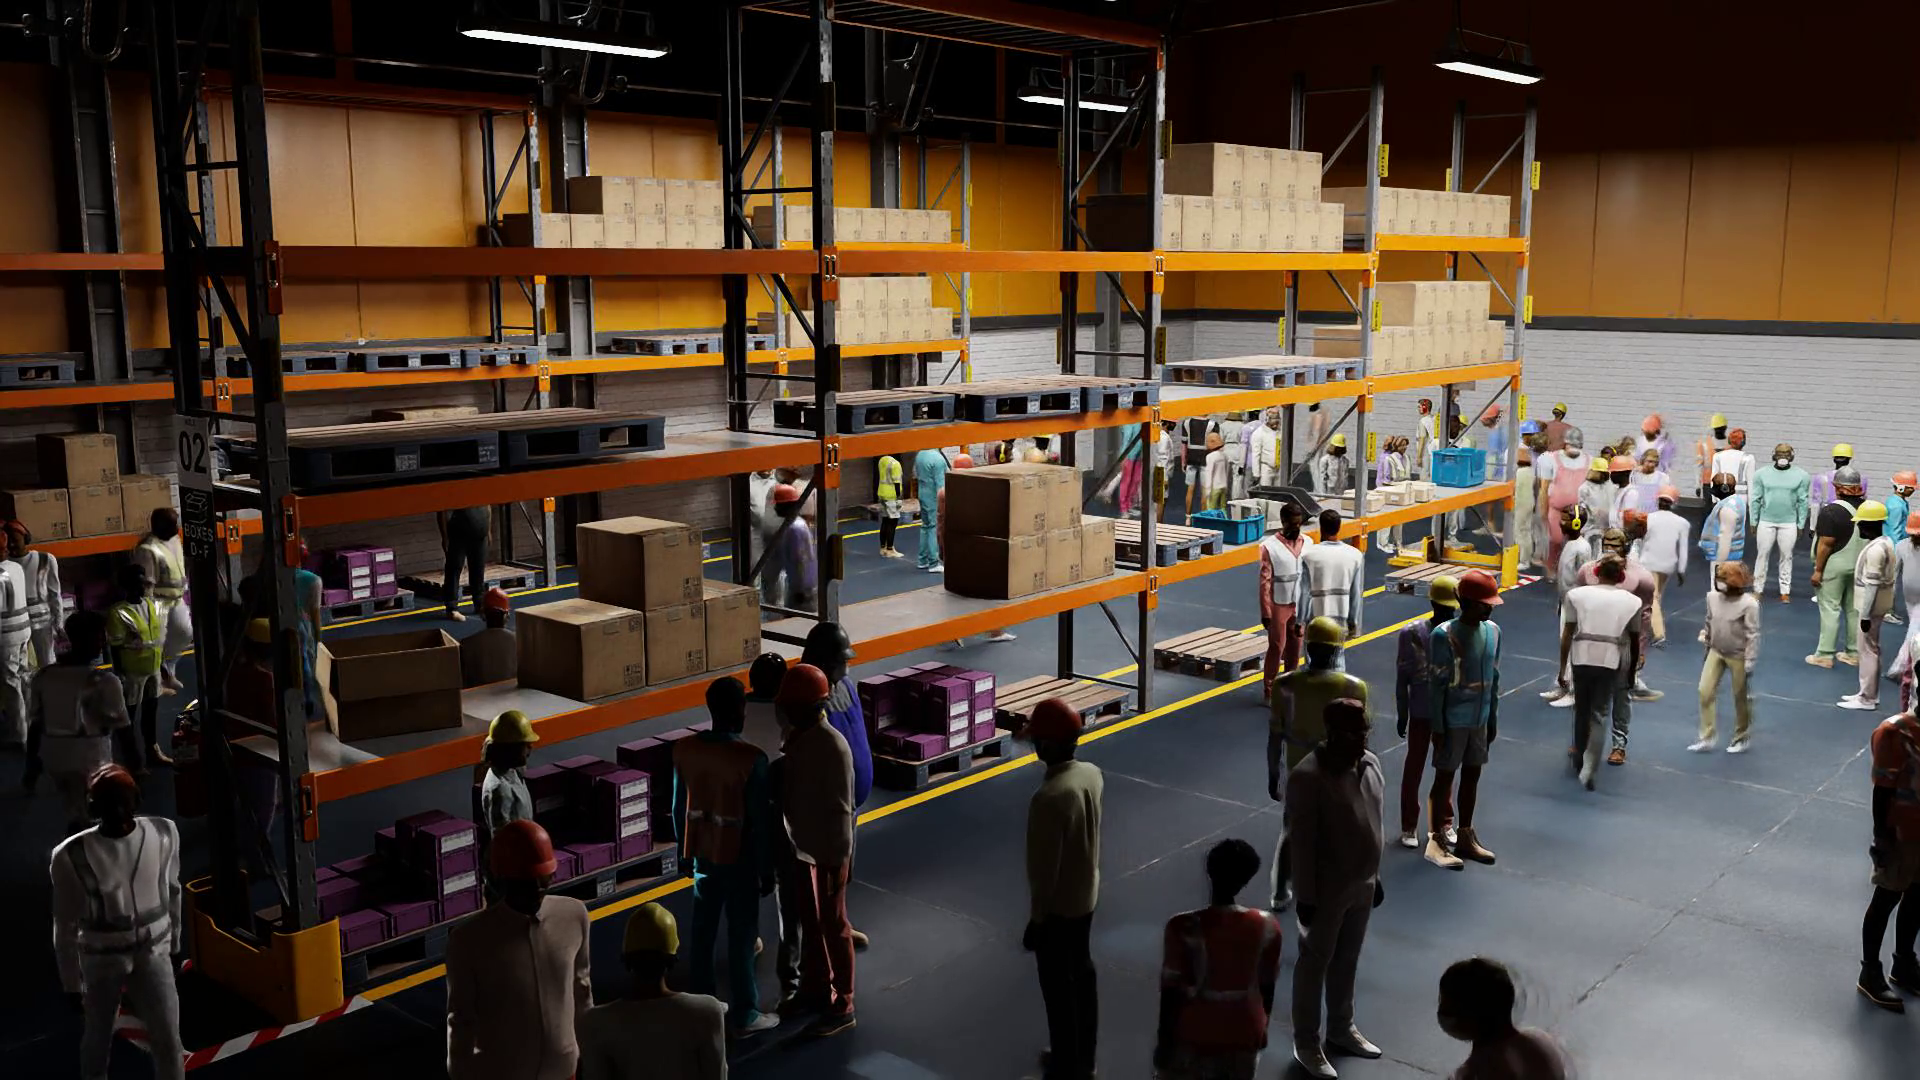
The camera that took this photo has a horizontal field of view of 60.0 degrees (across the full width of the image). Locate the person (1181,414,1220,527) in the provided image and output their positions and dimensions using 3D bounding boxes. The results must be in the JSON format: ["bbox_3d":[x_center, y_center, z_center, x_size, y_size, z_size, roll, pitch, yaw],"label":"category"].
[{"bbox_3d":[3.683,-1.192,25.445,0.611,2.032,0.411,5,11,28],"label":"person"}]

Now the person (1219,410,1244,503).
[{"bbox_3d":[4.500,-1.377,27.438,0.491,1.729,0.324,2,10,13],"label":"person"}]

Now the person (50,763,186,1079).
[{"bbox_3d":[-3.846,1.894,7.619,1.010,1.838,0.575,9,13,43],"label":"person"}]

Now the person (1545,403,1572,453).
[{"bbox_3d":[9.826,-1.387,27.425,0.534,1.755,0.341,8,13,40],"label":"person"}]

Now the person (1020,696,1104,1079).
[{"bbox_3d":[0.481,1.732,8.081,0.396,1.992,0.623,5,11,29],"label":"person"}]

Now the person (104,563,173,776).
[{"bbox_3d":[-6.517,1.022,13.208,0.317,1.696,0.537,3,10,16],"label":"person"}]

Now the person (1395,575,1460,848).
[{"bbox_3d":[3.318,1.183,11.565,0.587,1.926,0.366,-1,10,-6],"label":"person"}]

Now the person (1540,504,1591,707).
[{"bbox_3d":[5.574,0.598,15.219,0.328,1.873,0.520,1,10,6],"label":"person"}]

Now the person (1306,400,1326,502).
[{"bbox_3d":[6.054,-1.604,28.357,0.364,1.890,0.741,1,10,9],"label":"person"}]

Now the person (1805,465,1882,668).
[{"bbox_3d":[8.838,0.258,16.746,0.688,2.000,0.536,-3,10,-15],"label":"person"}]

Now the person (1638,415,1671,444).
[{"bbox_3d":[11.061,-1.186,26.564,0.545,1.625,0.357,1,10,9],"label":"person"}]

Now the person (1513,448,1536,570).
[{"bbox_3d":[7.443,-0.410,21.999,0.530,1.615,0.334,-7,12,-35],"label":"person"}]

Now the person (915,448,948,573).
[{"bbox_3d":[-0.336,-0.523,21.851,0.397,1.898,0.646,-4,10,-24],"label":"person"}]

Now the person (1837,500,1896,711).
[{"bbox_3d":[8.250,0.594,15.107,0.396,1.918,0.589,6,11,34],"label":"person"}]

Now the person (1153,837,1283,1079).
[{"bbox_3d":[1.055,2.079,6.999,0.639,1.659,0.345,-3,10,-16],"label":"person"}]

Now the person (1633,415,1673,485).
[{"bbox_3d":[9.436,-0.747,22.939,1.098,1.967,0.648,-5,11,-27],"label":"person"}]

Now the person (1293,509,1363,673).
[{"bbox_3d":[3.237,0.681,14.623,0.603,1.906,0.399,-2,10,-14],"label":"person"}]

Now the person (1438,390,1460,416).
[{"bbox_3d":[8.482,-1.715,28.874,0.367,1.932,0.623,7,12,38],"label":"person"}]

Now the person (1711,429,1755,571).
[{"bbox_3d":[10.172,-0.524,21.887,0.355,1.883,0.574,-8,12,-39],"label":"person"}]

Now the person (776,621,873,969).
[{"bbox_3d":[-0.762,1.449,9.634,0.535,2.000,0.683,5,11,29],"label":"person"}]

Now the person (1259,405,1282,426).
[{"bbox_3d":[5.231,-1.562,28.195,0.514,1.843,0.327,-2,10,-12],"label":"person"}]

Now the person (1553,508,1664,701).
[{"bbox_3d":[5.966,0.609,15.289,1.003,1.837,0.631,1,10,7],"label":"person"}]

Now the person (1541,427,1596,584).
[{"bbox_3d":[7.652,-0.429,20.847,0.693,2.000,0.537,1,10,6],"label":"person"}]

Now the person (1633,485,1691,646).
[{"bbox_3d":[7.444,0.259,17.740,0.564,1.703,0.866,0,10,-1],"label":"person"}]

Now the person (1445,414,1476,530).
[{"bbox_3d":[7.571,-1.025,25.262,0.528,1.760,0.340,7,12,36],"label":"person"}]

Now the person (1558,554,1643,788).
[{"bbox_3d":[5.016,1.001,13.065,0.582,1.777,0.903,4,10,21],"label":"person"}]

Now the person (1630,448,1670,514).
[{"bbox_3d":[8.377,-0.229,20.332,0.512,1.820,0.521,4,10,24],"label":"person"}]

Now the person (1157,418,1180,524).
[{"bbox_3d":[3.015,-0.958,24.357,0.390,1.925,0.550,1,10,5],"label":"person"}]

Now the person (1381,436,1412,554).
[{"bbox_3d":[6.118,-0.639,23.287,0.513,1.642,0.313,-6,11,-31],"label":"person"}]

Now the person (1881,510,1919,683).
[{"bbox_3d":[9.220,0.551,16.029,0.870,1.684,0.571,-3,10,-20],"label":"person"}]

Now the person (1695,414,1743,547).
[{"bbox_3d":[10.778,-0.839,23.660,0.591,1.925,0.379,5,11,27],"label":"person"}]

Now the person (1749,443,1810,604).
[{"bbox_3d":[9.752,-0.203,19.840,0.629,1.931,0.376,4,10,25],"label":"person"}]

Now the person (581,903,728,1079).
[{"bbox_3d":[-1.102,2.183,6.069,0.523,1.769,0.322,-2,10,-12],"label":"person"}]

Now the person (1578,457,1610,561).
[{"bbox_3d":[7.631,-0.135,20.024,0.482,1.736,0.349,-4,10,-20],"label":"person"}]

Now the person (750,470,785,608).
[{"bbox_3d":[-2.262,-0.107,19.354,0.644,1.900,0.399,-1,10,-7],"label":"person"}]

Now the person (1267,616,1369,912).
[{"bbox_3d":[2.199,1.409,10.254,0.600,1.913,0.426,3,10,19],"label":"person"}]

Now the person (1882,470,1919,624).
[{"bbox_3d":[10.548,0.077,18.726,0.349,1.740,0.575,5,11,26],"label":"person"}]

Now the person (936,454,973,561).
[{"bbox_3d":[0.045,0.035,18.249,0.614,1.987,0.408,0,10,-1],"label":"person"}]

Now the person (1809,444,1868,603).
[{"bbox_3d":[10.404,-0.184,19.747,0.592,1.916,0.388,3,10,17],"label":"person"}]

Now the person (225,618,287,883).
[{"bbox_3d":[-4.698,1.373,11.129,0.644,1.726,0.537,6,11,34],"label":"person"}]

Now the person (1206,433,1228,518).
[{"bbox_3d":[3.686,-0.727,23.876,0.306,1.623,0.570,8,12,39],"label":"person"}]
